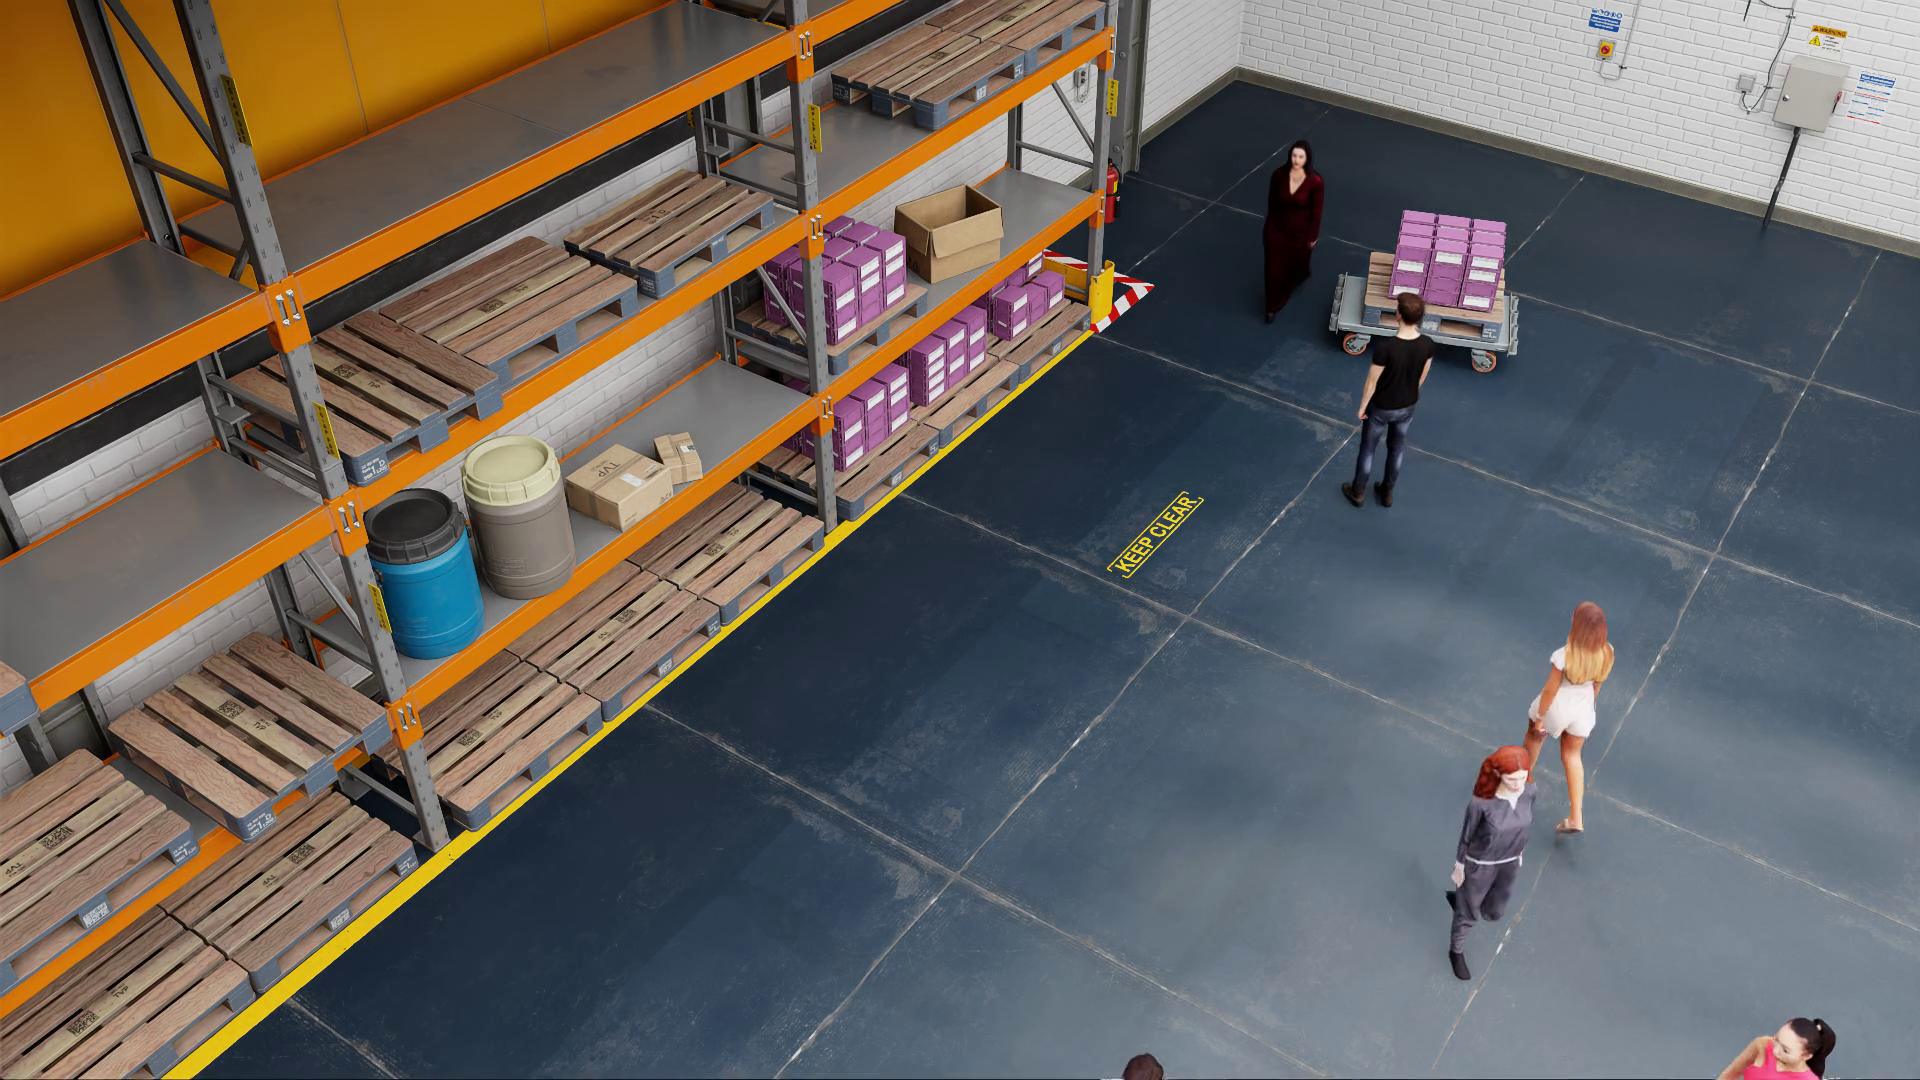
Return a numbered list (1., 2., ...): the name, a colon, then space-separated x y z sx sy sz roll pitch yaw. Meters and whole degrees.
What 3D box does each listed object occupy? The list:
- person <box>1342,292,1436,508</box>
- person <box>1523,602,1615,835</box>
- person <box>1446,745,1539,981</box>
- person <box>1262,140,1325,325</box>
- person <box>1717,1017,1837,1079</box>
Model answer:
1. person: 3.379 -1.043 12.878 0.795 1.892 0.855 -6 39 -7
2. person: 3.806 1.111 10.356 1.008 1.674 1.097 -5 39 -6
3. person: 2.964 1.765 9.467 0.794 1.762 0.848 -10 40 -12
4. person: 3.064 -2.876 15.297 0.789 1.738 1.053 15 41 18
5. person: 3.967 2.867 8.154 1.177 1.679 1.054 -10 40 -12
